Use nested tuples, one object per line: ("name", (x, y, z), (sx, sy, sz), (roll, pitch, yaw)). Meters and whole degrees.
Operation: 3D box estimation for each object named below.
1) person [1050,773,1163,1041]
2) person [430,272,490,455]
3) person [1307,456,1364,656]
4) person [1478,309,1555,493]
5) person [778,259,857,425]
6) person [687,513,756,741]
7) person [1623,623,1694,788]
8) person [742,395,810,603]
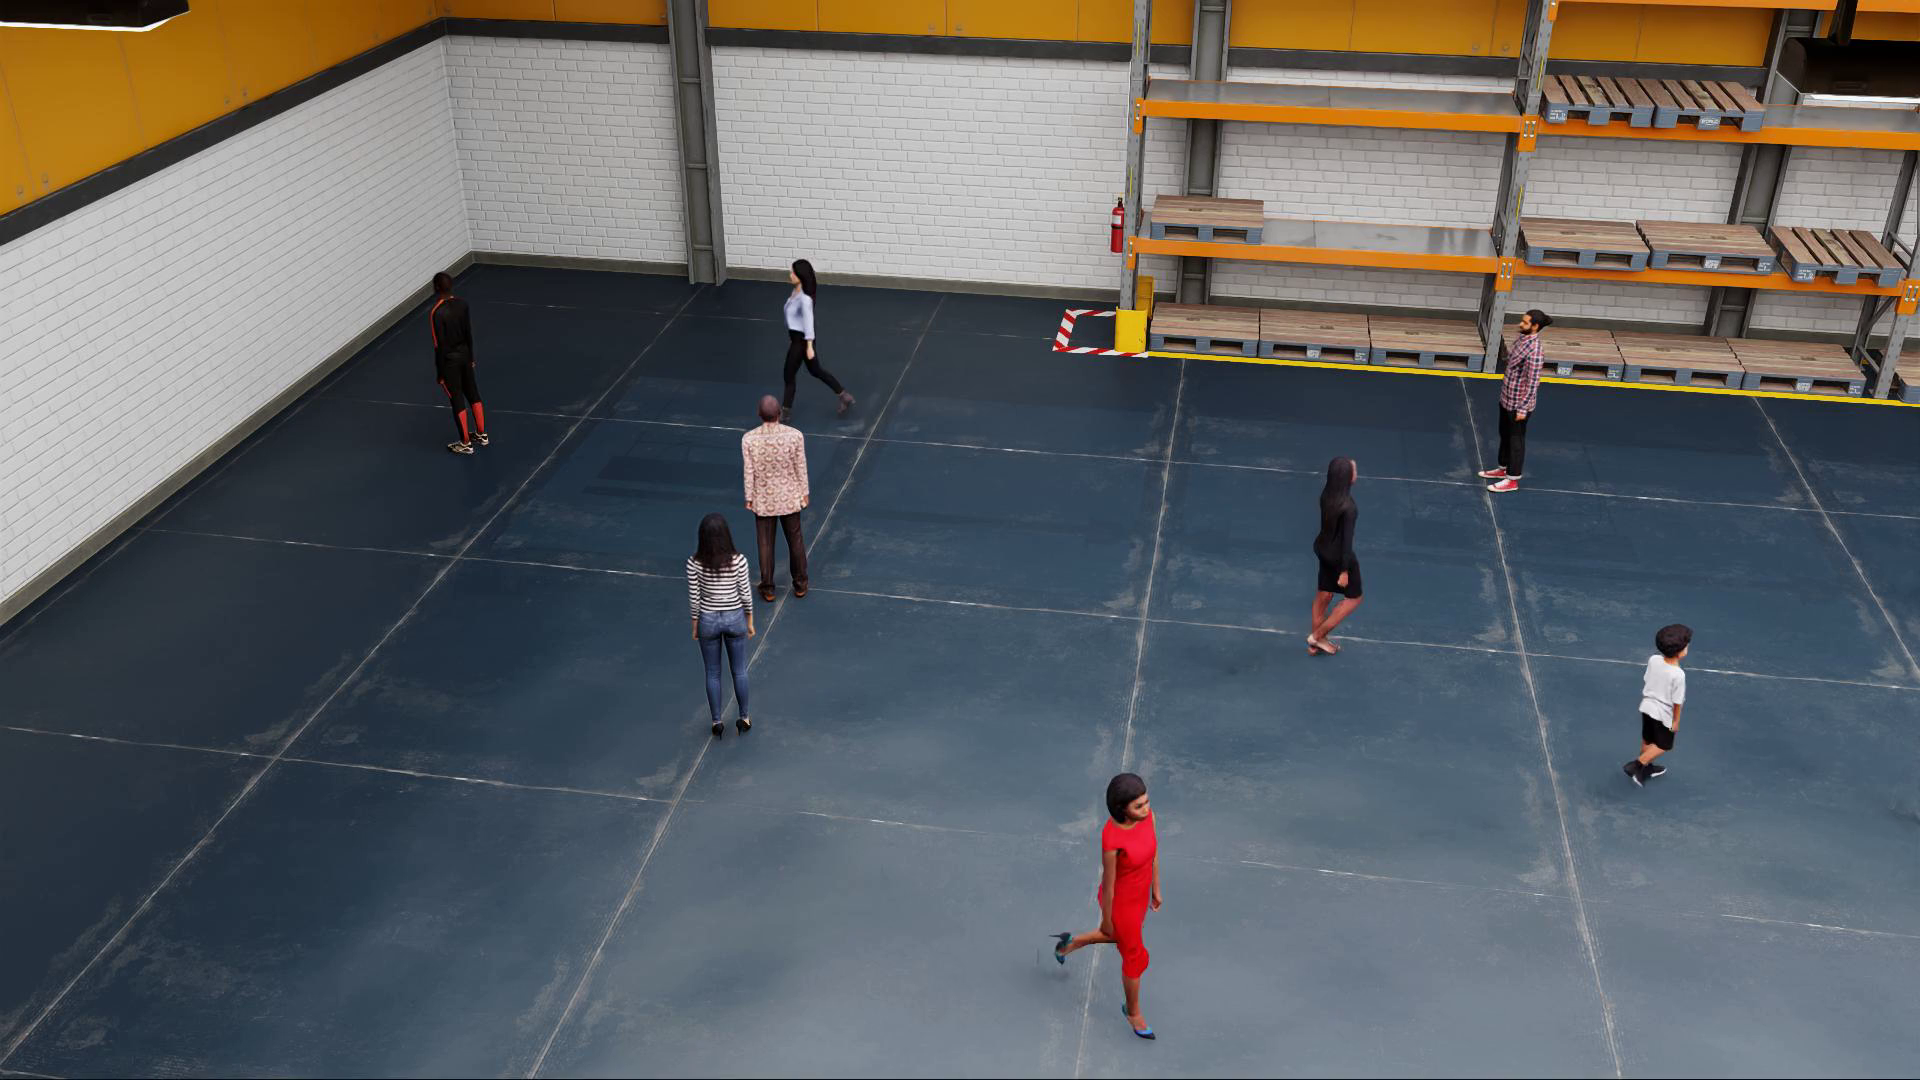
("person", (0.869, 2.004, 9.347), (1.087, 1.719, 0.863), (20, 34, 32))
("person", (-4.880, -1.724, 16.090), (0.651, 1.807, 0.697), (15, 32, 26))
("person", (2.795, 0.156, 12.741), (0.746, 1.713, 0.734), (-6, 29, -11))
("person", (5.158, -1.309, 15.377), (0.677, 1.761, 0.736), (-1, 29, -1))
("person", (-1.472, -1.958, 16.623), (1.233, 1.707, 0.934), (-6, 29, -10))
("person", (-1.688, 0.620, 11.803), (0.527, 1.796, 0.701), (-4, 29, -7))
("person", (4.764, 1.152, 11.393), (0.759, 1.255, 0.667), (-11, 30, -19))
("person", (-1.492, -0.342, 13.555), (0.666, 1.808, 0.817), (-6, 29, -10))
